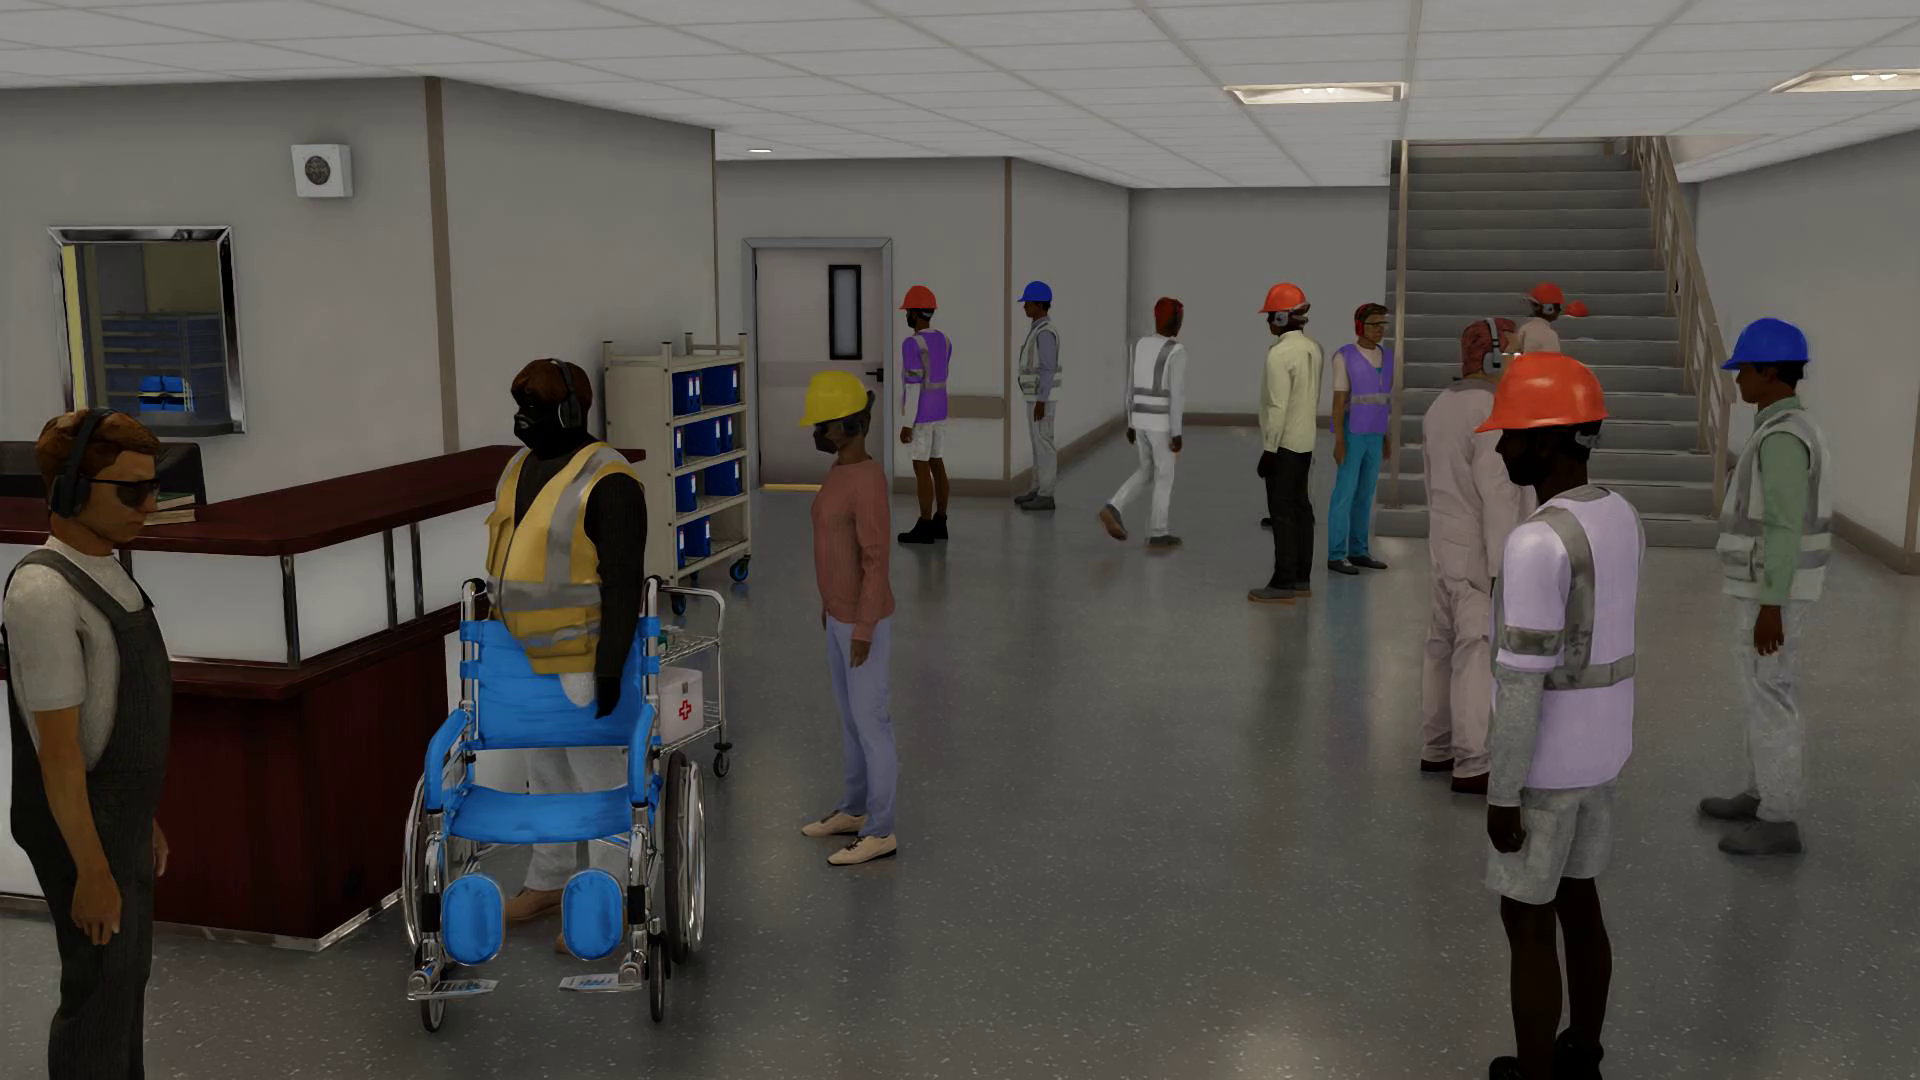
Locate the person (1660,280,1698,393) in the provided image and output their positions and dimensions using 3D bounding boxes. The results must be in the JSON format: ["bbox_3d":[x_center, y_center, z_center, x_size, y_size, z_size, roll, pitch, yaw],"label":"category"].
[{"bbox_3d":[7.506,-1.812,17.672,0.601,1.949,0.413,-1,10,-6],"label":"person"}]

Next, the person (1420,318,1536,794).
[{"bbox_3d":[2.111,0.062,6.735,0.405,1.911,0.636,-1,10,-6],"label":"person"}]

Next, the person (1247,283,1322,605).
[{"bbox_3d":[2.023,-0.598,10.371,0.397,1.990,0.624,7,12,34],"label":"person"}]

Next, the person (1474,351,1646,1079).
[{"bbox_3d":[1.409,0.512,4.036,0.390,1.929,0.545,9,13,44],"label":"person"}]

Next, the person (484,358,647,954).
[{"bbox_3d":[-1.250,0.355,5.212,0.627,1.844,0.429,8,13,40],"label":"person"}]

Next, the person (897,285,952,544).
[{"bbox_3d":[-0.288,-0.939,12.541,0.372,1.939,0.544,6,11,31],"label":"person"}]

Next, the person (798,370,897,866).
[{"bbox_3d":[-0.404,0.274,5.934,0.329,1.760,0.523,-3,10,-18],"label":"person"}]

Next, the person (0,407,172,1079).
[{"bbox_3d":[-1.815,0.636,3.556,0.344,1.839,0.505,-3,10,-16],"label":"person"}]

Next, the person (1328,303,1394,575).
[{"bbox_3d":[2.736,-0.697,11.399,0.567,1.841,0.377,-8,12,-39],"label":"person"}]

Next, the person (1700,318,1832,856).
[{"bbox_3d":[2.937,0.175,6.076,0.408,1.933,0.678,5,11,25],"label":"person"}]

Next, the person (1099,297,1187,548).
[{"bbox_3d":[1.368,-0.842,12.210,0.606,1.862,0.590,-6,11,-31],"label":"person"}]

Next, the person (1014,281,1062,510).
[{"bbox_3d":[0.678,-1.230,14.226,0.384,1.948,0.603,-1,10,-6],"label":"person"}]

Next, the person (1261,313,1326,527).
[{"bbox_3d":[2.646,-1.004,13.283,0.589,1.823,0.404,-8,12,-39],"label":"person"}]
